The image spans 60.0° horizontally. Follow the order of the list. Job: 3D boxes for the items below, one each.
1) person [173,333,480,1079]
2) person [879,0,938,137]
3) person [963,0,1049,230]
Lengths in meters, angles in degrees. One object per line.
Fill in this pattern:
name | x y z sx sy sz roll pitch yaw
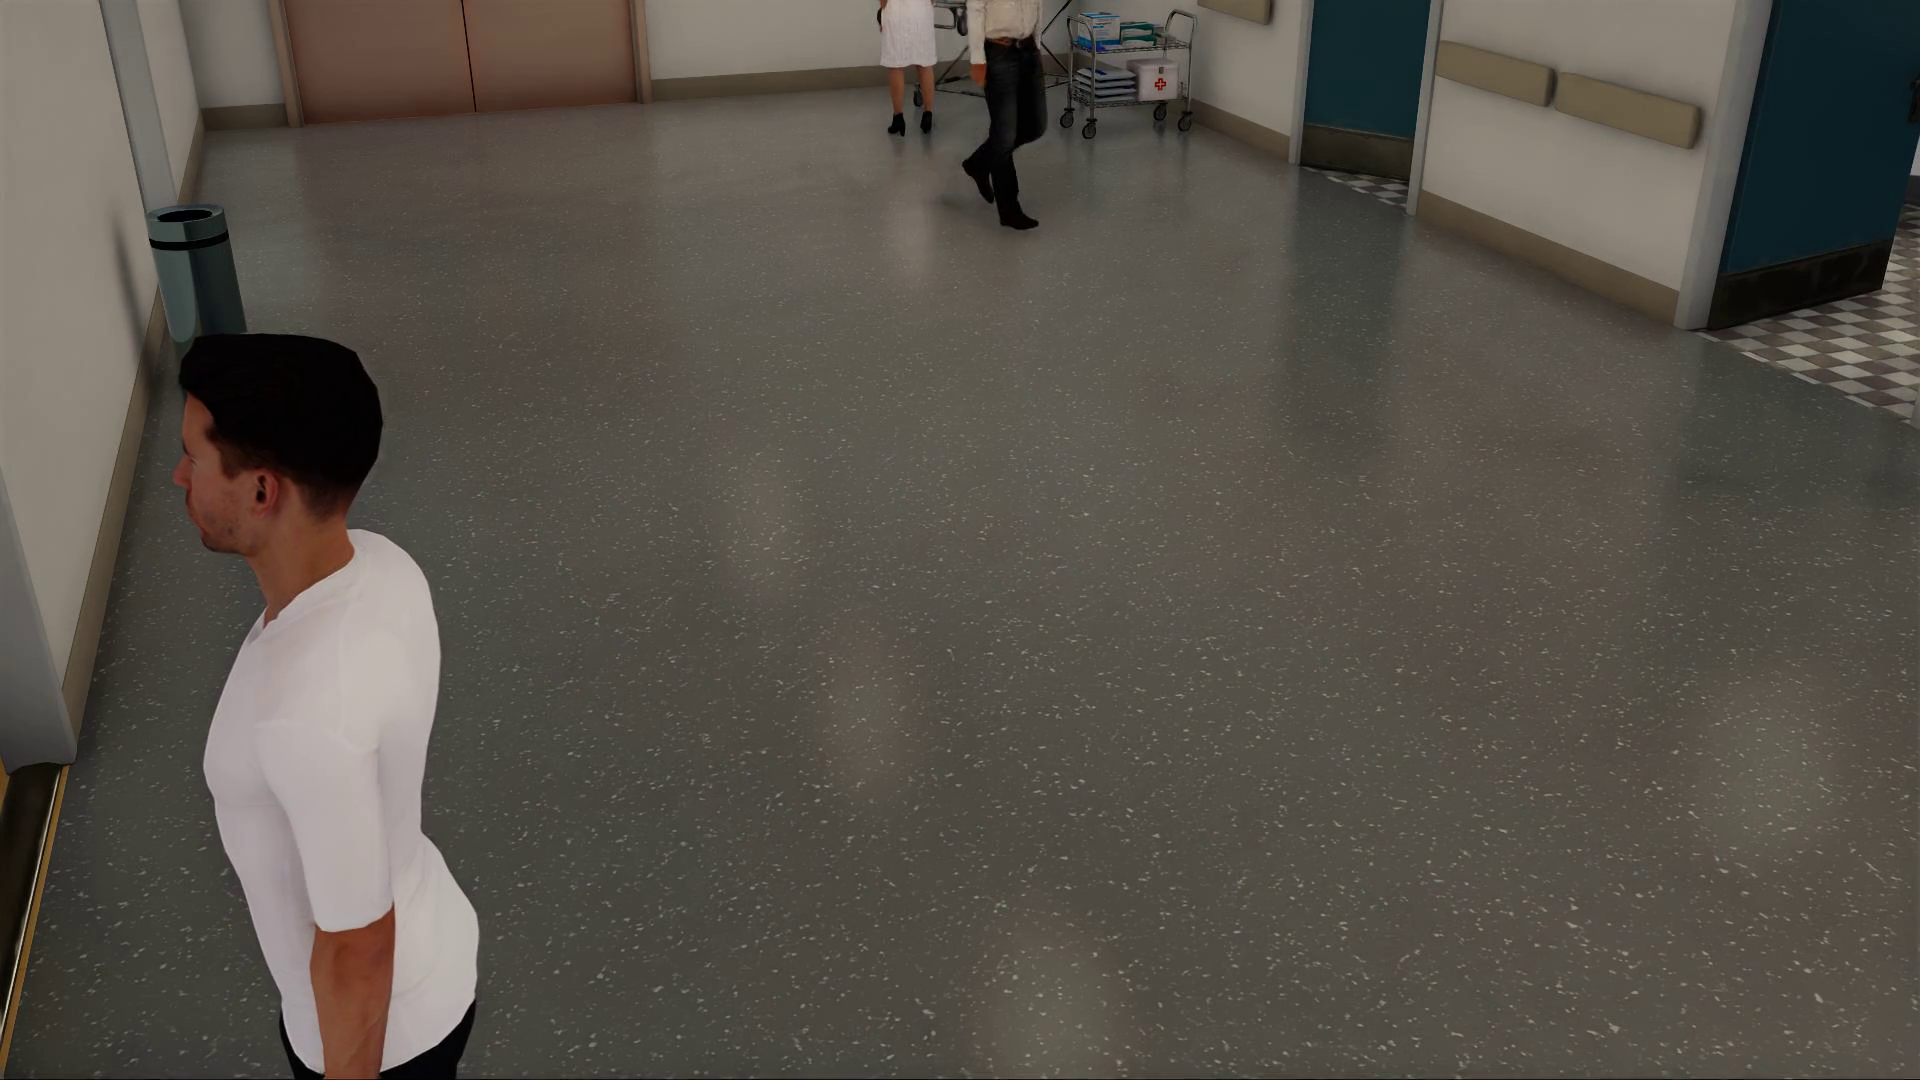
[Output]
person | -0.794 0.600 2.274 0.765 1.851 0.542 -5 26 -10
person | -0.351 -3.512 11.142 0.556 1.555 0.518 -8 27 -15
person | 0.200 -2.607 8.980 0.848 1.803 0.959 -22 33 -37
